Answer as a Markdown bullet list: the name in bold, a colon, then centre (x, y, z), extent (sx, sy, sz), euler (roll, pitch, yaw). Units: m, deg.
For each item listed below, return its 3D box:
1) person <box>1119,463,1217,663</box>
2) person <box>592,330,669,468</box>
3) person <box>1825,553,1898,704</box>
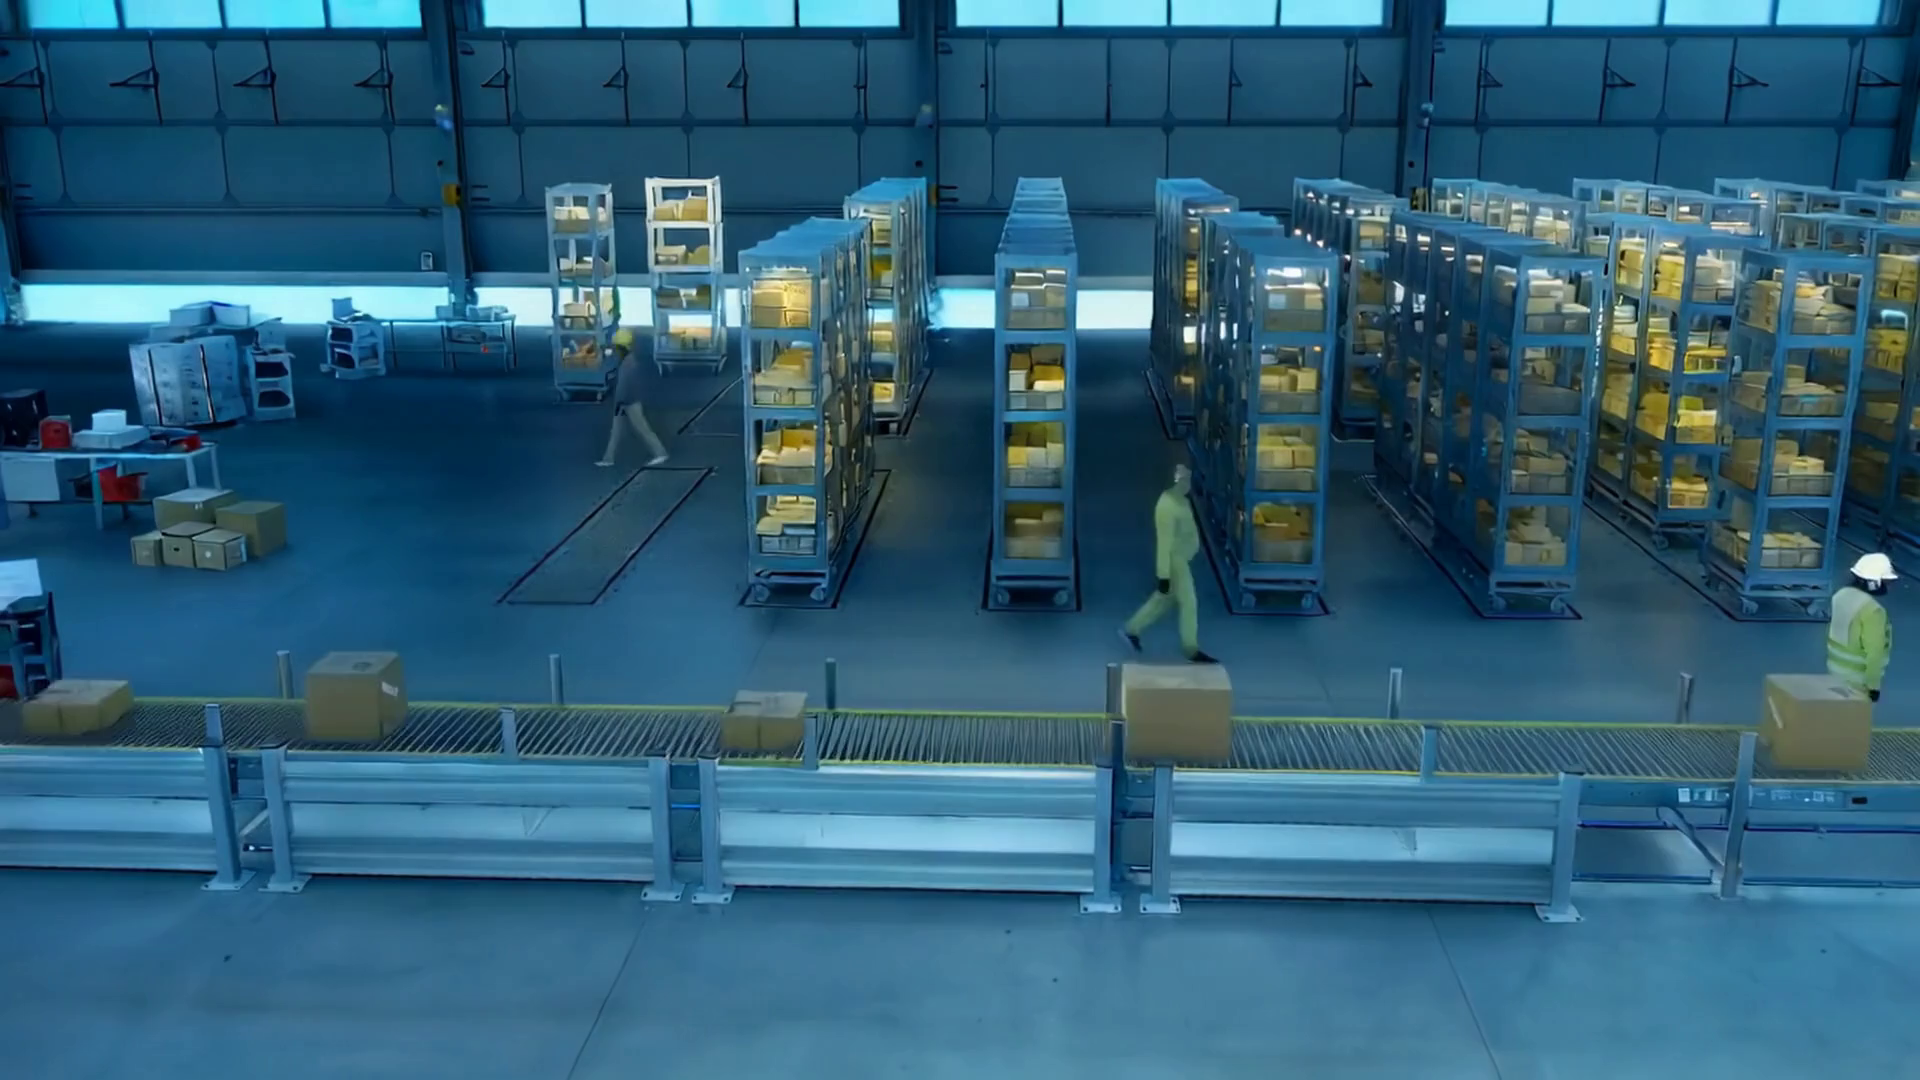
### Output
- **person**: centre (1.917, 0.195, 15.266), extent (0.881, 1.875, 0.651), euler (4, 15, 13)
- **person**: centre (-4.583, -1.948, 23.107), extent (1.049, 1.948, 0.602), euler (-4, 16, -15)
- **person**: centre (6.706, 0.979, 12.431), extent (0.404, 1.830, 0.603), euler (-1, 15, -3)
